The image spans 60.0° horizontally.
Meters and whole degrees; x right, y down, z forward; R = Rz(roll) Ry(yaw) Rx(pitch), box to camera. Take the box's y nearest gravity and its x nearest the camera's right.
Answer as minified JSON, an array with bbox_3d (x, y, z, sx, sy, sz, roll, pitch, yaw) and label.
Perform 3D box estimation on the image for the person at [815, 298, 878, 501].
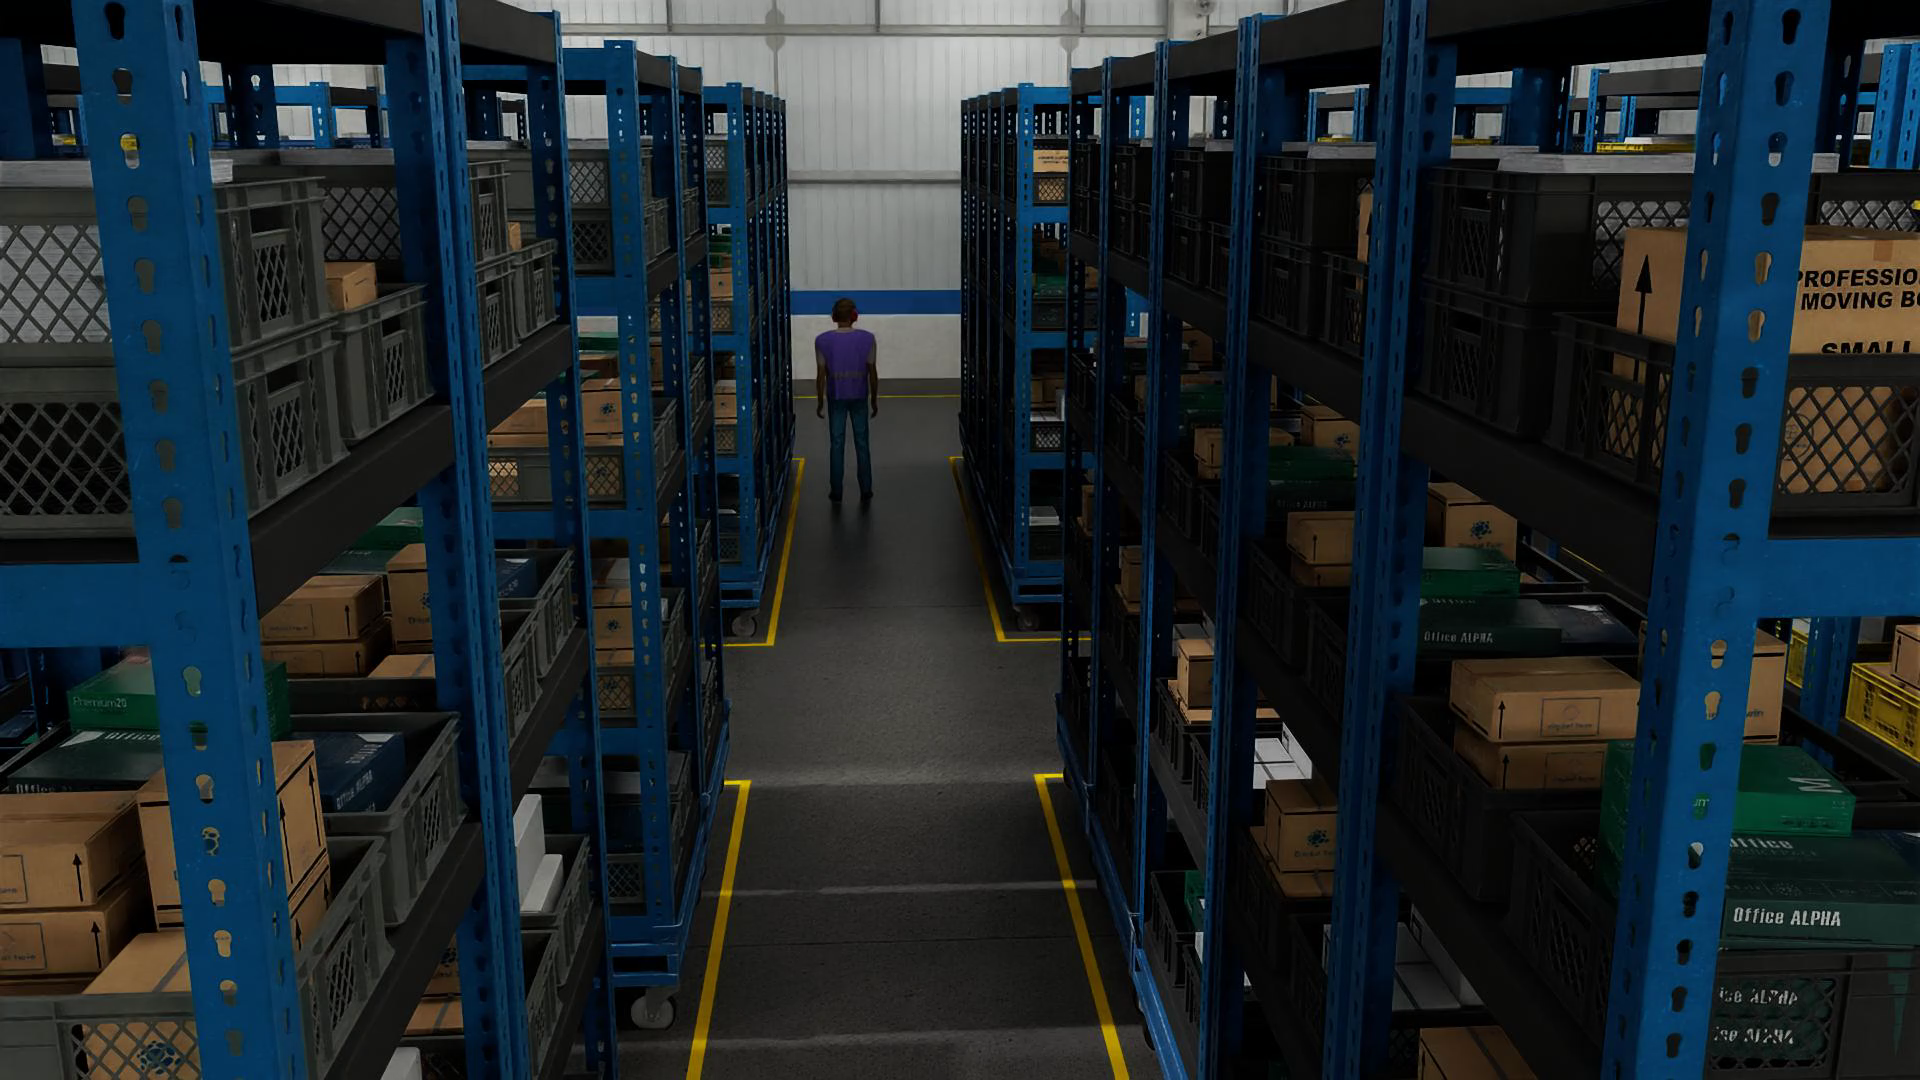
[{"bbox_3d":[-1.022,-1.258,15.049,0.563,1.838,0.390,-2,14,-7],"label":"person"}]

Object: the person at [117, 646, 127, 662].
[{"bbox_3d":[-5.606,-0.023,10.148,0.896,1.799,0.607,0,14,1],"label":"person"}]
